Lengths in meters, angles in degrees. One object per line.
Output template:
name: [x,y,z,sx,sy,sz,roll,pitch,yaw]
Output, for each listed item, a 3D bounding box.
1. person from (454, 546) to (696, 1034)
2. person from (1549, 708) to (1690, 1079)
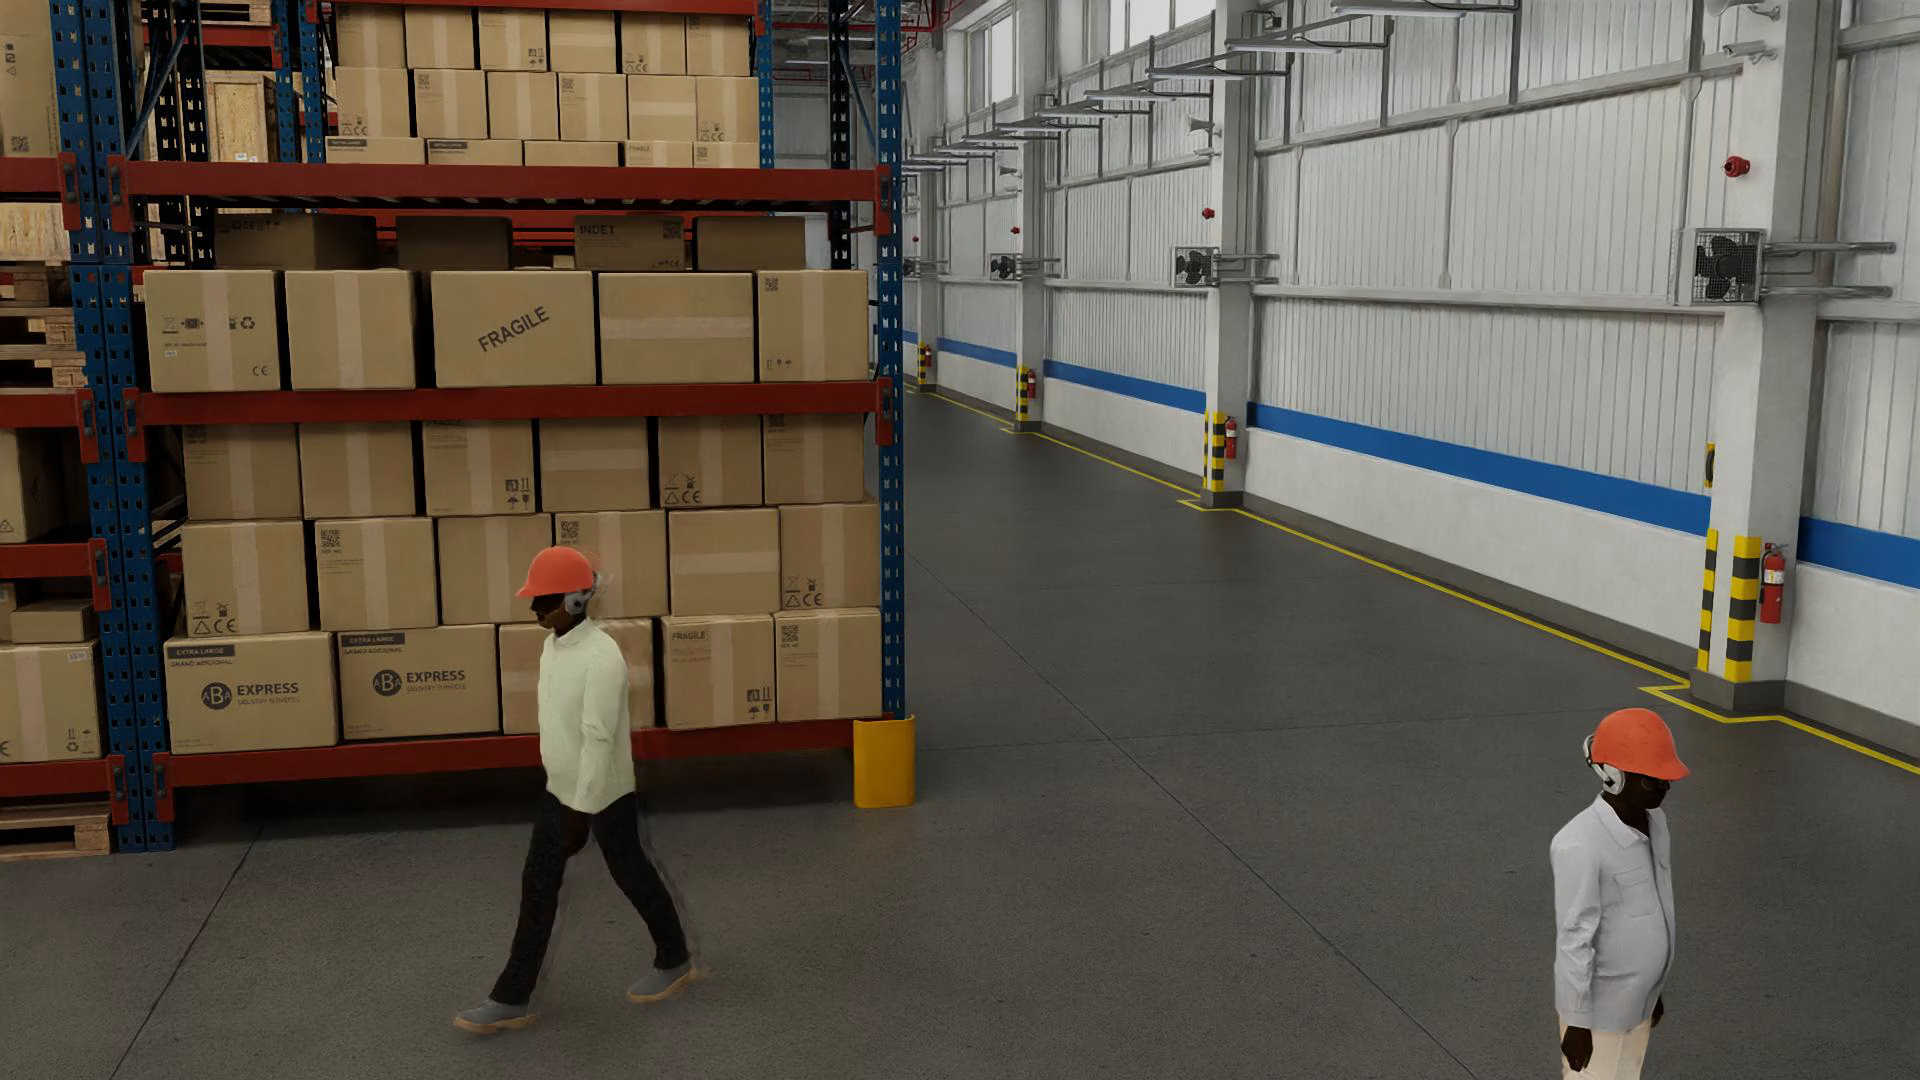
person: [-1.514,0.986,6.664,1.018,1.948,0.622,-8,12,-41]
person: [1.967,1.352,4.983,0.573,1.750,0.329,-9,13,-44]
